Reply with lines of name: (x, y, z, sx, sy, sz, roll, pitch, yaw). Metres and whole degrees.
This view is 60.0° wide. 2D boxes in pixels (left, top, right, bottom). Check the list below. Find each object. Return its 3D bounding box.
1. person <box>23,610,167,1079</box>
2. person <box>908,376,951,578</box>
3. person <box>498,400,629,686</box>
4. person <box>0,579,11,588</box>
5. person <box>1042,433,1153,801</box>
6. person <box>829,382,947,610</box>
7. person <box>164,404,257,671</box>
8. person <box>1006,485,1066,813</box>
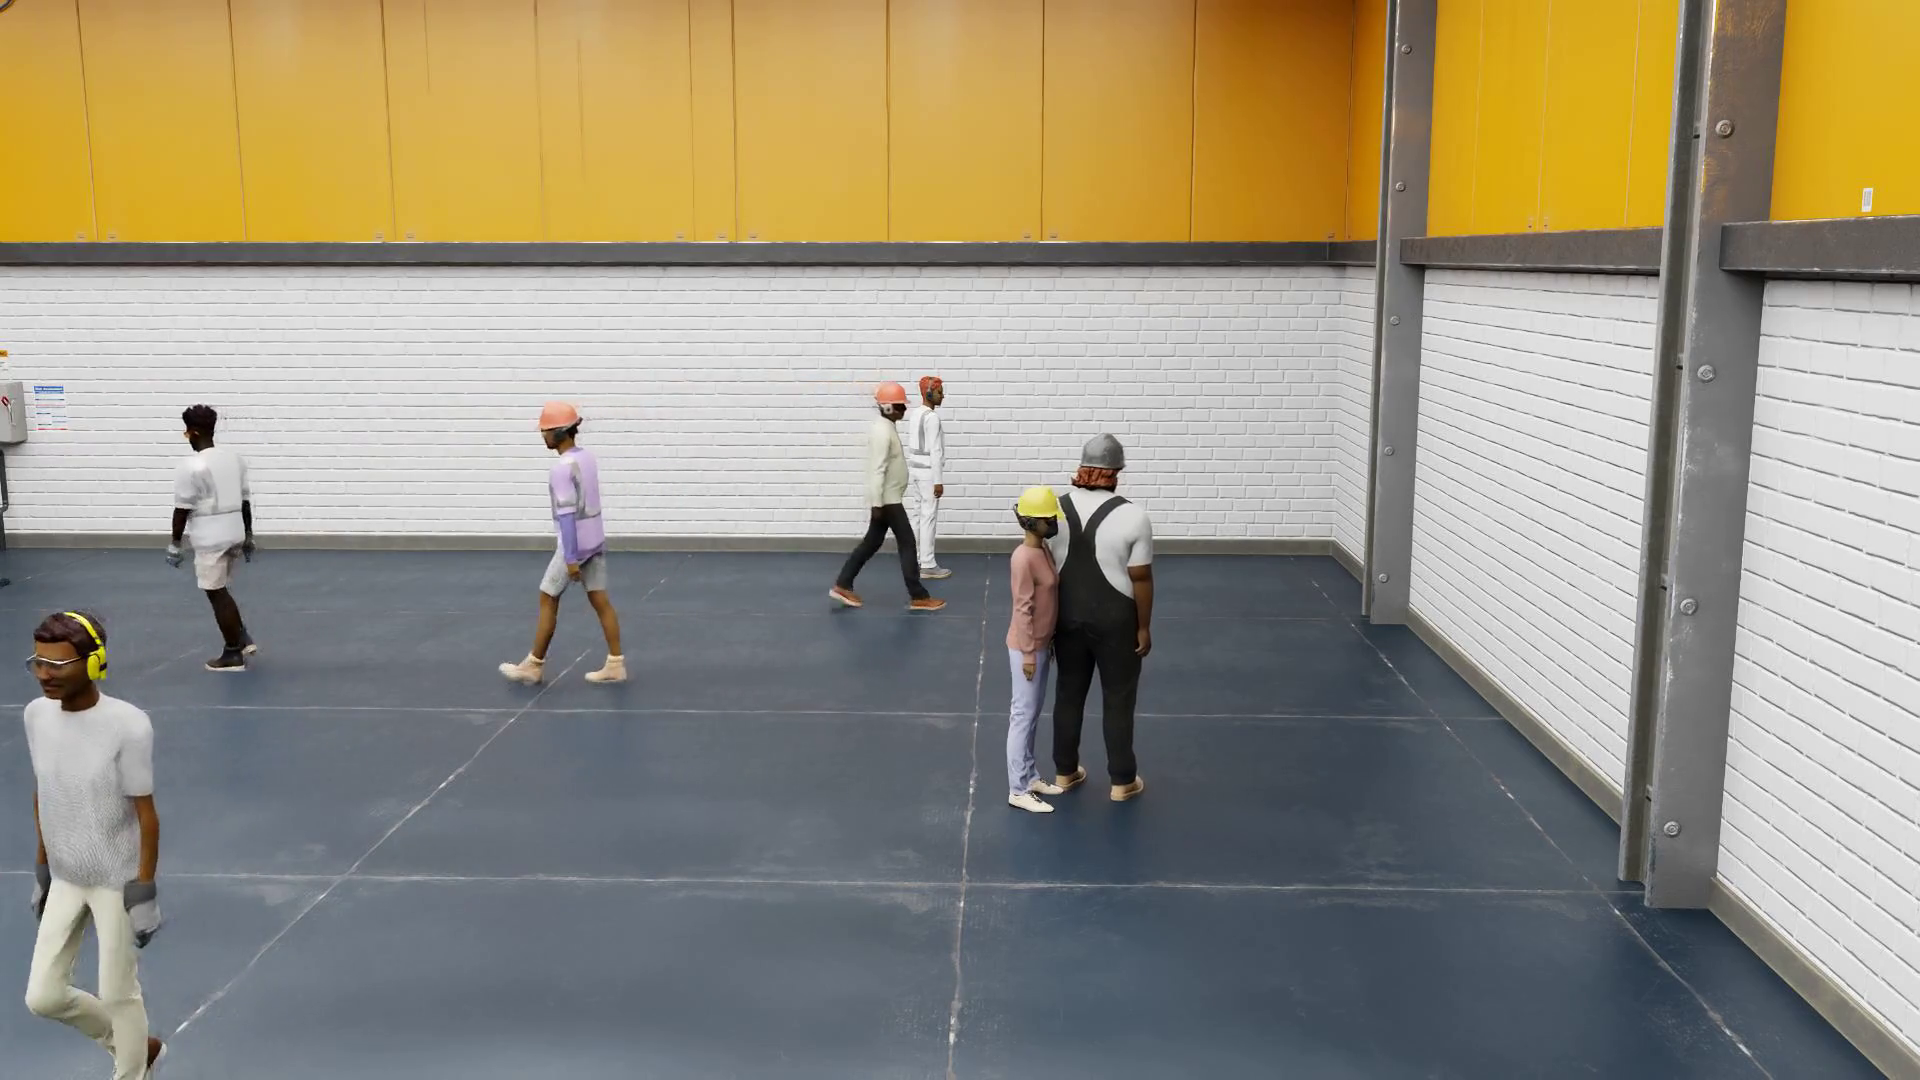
person: (-2.880, 1.137, 5.511, 0.553, 1.858, 0.402, 3, 10, 16)
person: (-0.303, -0.590, 15.555, 0.337, 1.881, 0.583, -4, 10, -22)
person: (-2.782, 0.034, 11.573, 0.986, 2.000, 0.635, 2, 10, 12)
person: (-9.133, -0.471, 14.836, 0.947, 1.904, 0.546, -1, 10, -7)
person: (0.776, 0.412, 9.229, 0.685, 2.000, 0.536, 5, 11, 29)
person: (-0.659, -0.371, 14.084, 1.003, 1.954, 0.628, 0, 10, 0)
person: (-5.394, -0.004, 11.963, 0.491, 1.940, 0.602, 2, 10, 13)
person: (0.414, 0.581, 9.044, 0.309, 1.769, 0.523, 2, 10, 14)
